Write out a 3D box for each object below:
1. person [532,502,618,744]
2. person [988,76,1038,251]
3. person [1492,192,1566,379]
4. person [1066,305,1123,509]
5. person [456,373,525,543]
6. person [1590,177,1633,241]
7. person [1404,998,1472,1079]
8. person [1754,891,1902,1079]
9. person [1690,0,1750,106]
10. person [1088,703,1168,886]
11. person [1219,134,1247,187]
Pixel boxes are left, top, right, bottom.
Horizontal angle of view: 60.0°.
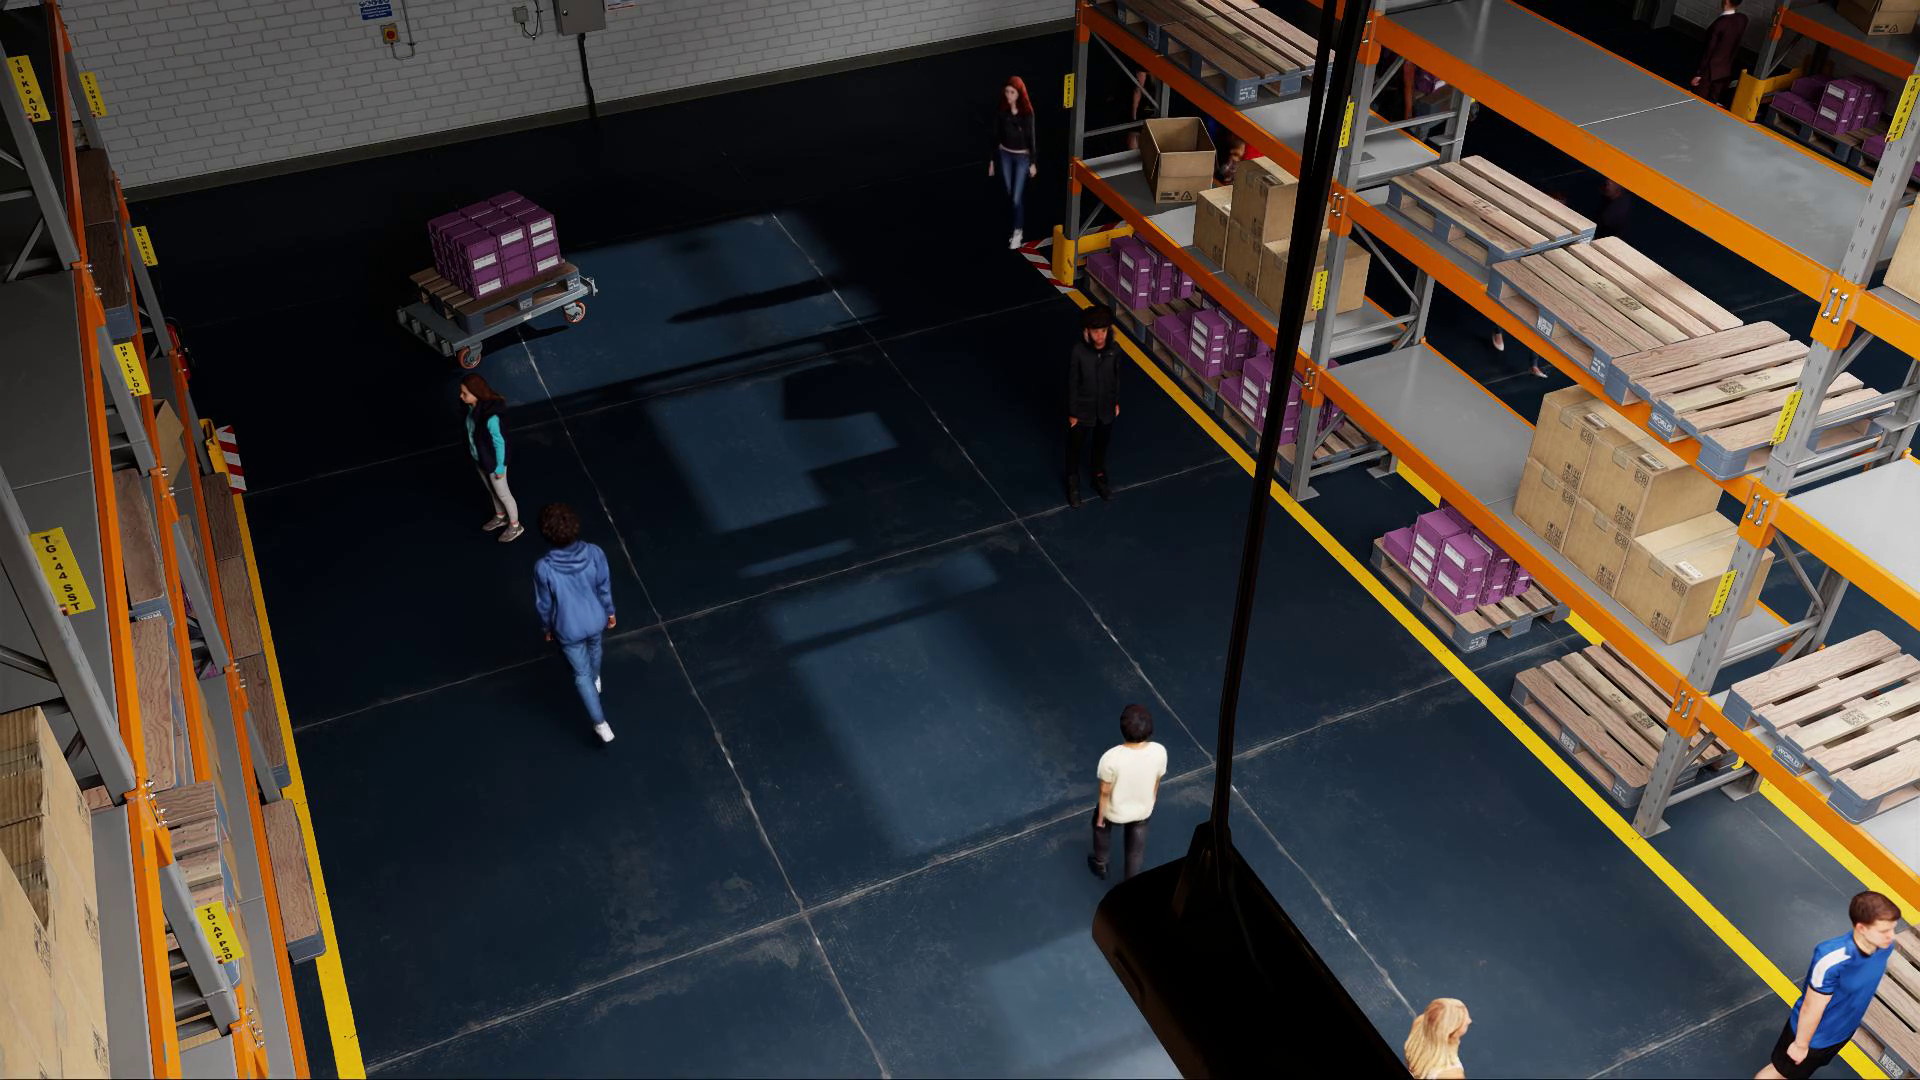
[{"bbox_3d":[-2.533,0.582,11.131,0.736,1.775,1.153,-20,43,-23],"label":"person"},{"bbox_3d":[0.579,-3.813,16.639,0.779,1.769,0.838,14,41,17],"label":"person"},{"bbox_3d":[5.064,-2.351,14.887,0.846,1.672,1.226,-4,39,-5],"label":"person"},{"bbox_3d":[1.054,-1.090,13.223,0.650,1.779,0.614,-11,40,-14],"label":"person"},{"bbox_3d":[-3.648,-0.655,12.902,0.624,1.499,0.721,31,48,33],"label":"person"},{"bbox_3d":[5.769,-2.496,14.967,0.925,1.798,0.949,-30,48,-32],"label":"person"},{"bbox_3d":[2.257,2.862,8.255,0.762,1.802,0.634,-4,39,-4],"label":"person"},{"bbox_3d":[4.498,2.490,8.671,0.665,1.864,0.598,-21,43,-24],"label":"person"},{"bbox_3d":[8.261,-5.152,18.239,0.680,1.866,0.591,-18,42,-21],"label":"person"},{"bbox_3d":[1.015,1.654,9.949,0.685,1.575,0.760,-7,39,-9],"label":"person"},{"bbox_3d":[2.618,-3.434,16.564,0.979,1.272,0.767,27,46,30],"label":"person"}]
